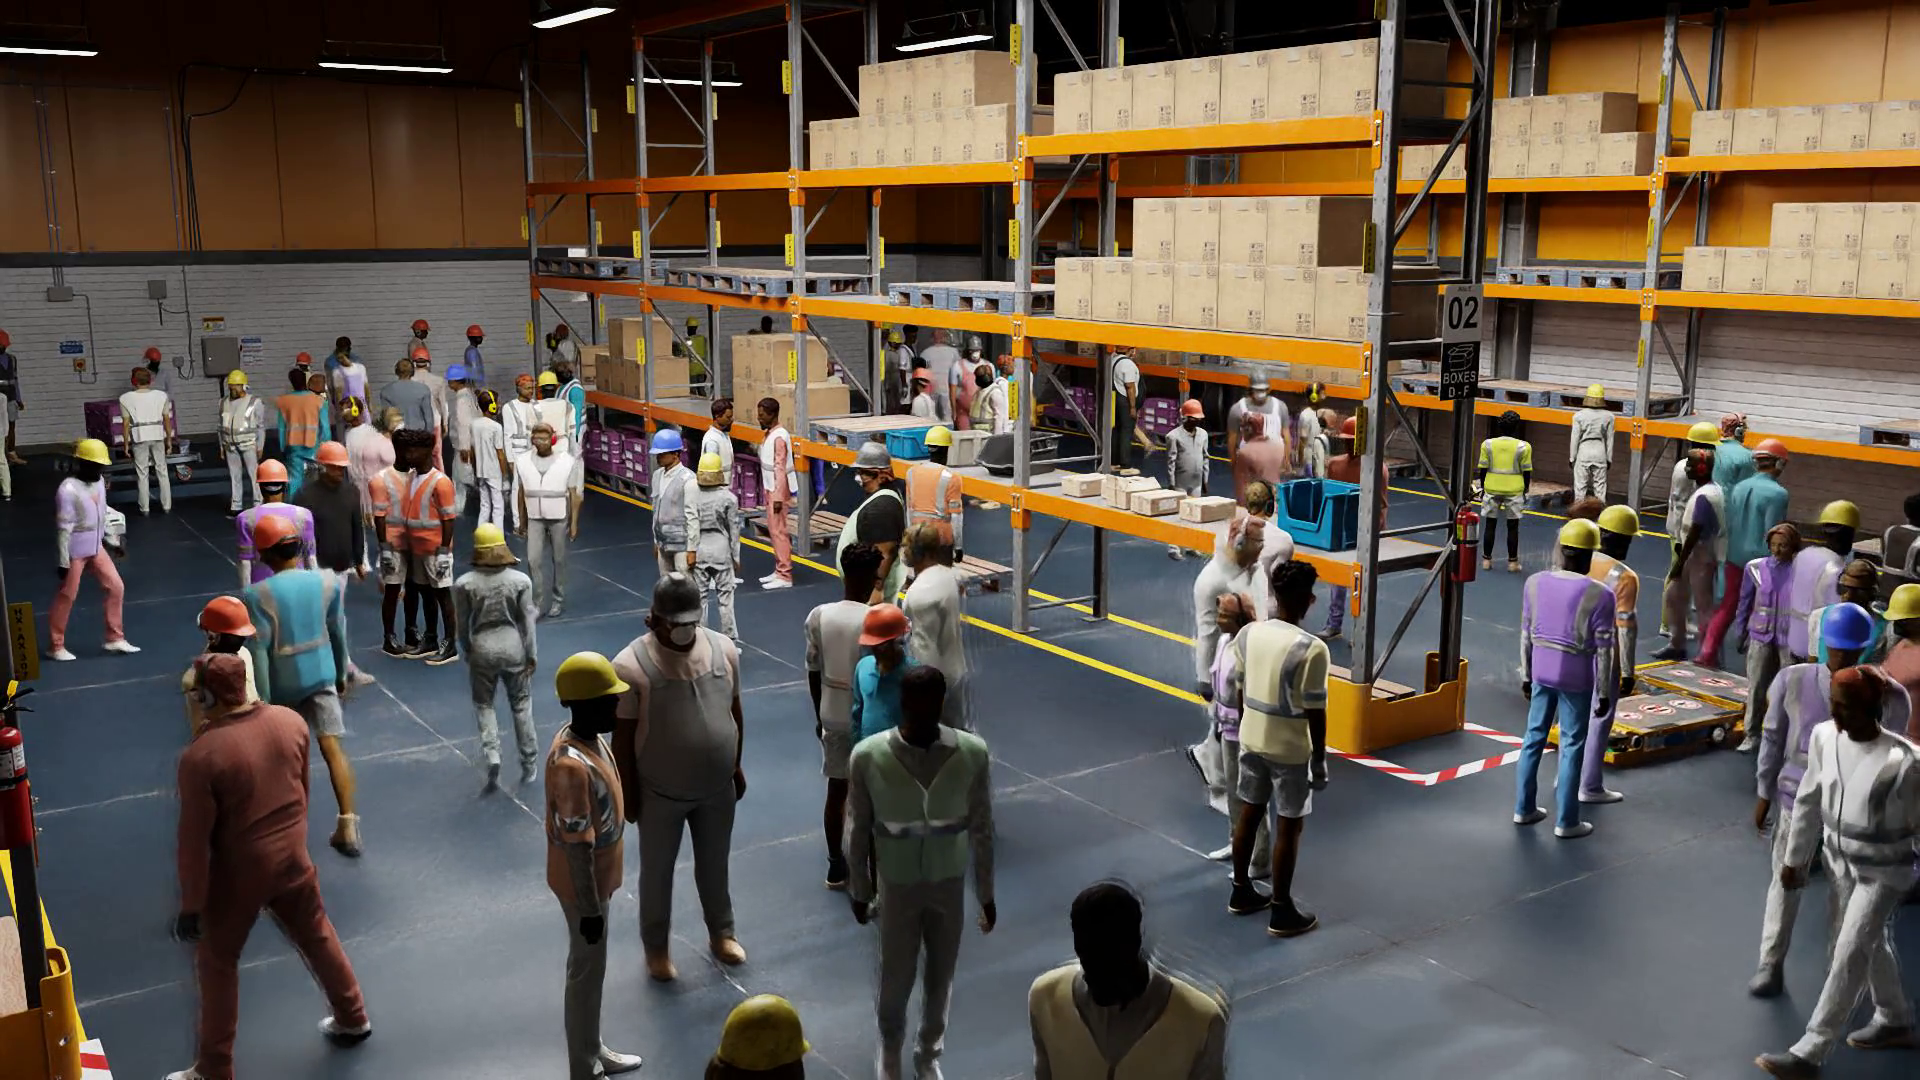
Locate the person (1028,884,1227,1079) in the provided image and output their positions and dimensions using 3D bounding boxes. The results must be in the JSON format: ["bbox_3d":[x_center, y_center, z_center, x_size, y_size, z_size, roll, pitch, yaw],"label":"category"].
[{"bbox_3d":[0.500,1.852,4.874,0.616,1.866,0.975,3,12,17],"label":"person"}]

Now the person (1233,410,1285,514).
[{"bbox_3d":[2.818,-0.276,15.668,0.641,1.885,0.552,-9,14,-37],"label":"person"}]

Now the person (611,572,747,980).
[{"bbox_3d":[-1.341,1.125,8.093,0.685,2.000,0.535,-7,13,-32],"label":"person"}]

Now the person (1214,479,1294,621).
[{"bbox_3d":[2.013,0.545,11.325,0.370,1.941,0.627,-11,15,-43],"label":"person"}]

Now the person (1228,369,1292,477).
[{"bbox_3d":[3.371,-0.968,18.804,0.685,2.000,0.942,-1,11,-4],"label":"person"}]

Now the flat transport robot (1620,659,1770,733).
[{"bbox_3d":[5.615,1.146,12.531,0.652,0.197,1.431,-6,12,-27],"label":"flat transport robot"}]

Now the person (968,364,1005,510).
[{"bbox_3d":[0.332,-1.307,21.073,0.430,1.835,0.624,-4,12,-22],"label":"person"}]

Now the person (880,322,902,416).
[{"bbox_3d":[-1.312,-3.116,30.363,0.403,1.825,0.595,-11,15,-43],"label":"person"}]

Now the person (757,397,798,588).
[{"bbox_3d":[-1.830,-0.480,16.660,0.396,1.908,0.600,-3,11,-16],"label":"person"}]

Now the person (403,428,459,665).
[{"bbox_3d":[-4.405,0.050,13.783,0.601,1.967,0.367,10,15,42],"label":"person"}]

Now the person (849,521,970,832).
[{"bbox_3d":[-0.243,0.836,9.907,0.932,1.905,0.662,3,11,15],"label":"person"}]

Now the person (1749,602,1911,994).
[{"bbox_3d":[4.061,1.231,7.795,0.615,1.943,0.410,7,13,31],"label":"person"}]

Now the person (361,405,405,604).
[{"bbox_3d":[-5.360,-0.324,15.803,0.443,1.924,0.658,3,12,17],"label":"person"}]

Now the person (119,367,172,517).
[{"bbox_3d":[-10.025,-1.209,20.528,0.569,1.849,0.385,-9,14,-39],"label":"person"}]

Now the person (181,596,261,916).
[{"bbox_3d":[-3.832,1.141,8.789,0.350,1.739,0.574,1,11,4],"label":"person"}]

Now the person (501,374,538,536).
[{"bbox_3d":[-5.040,-0.989,19.336,0.352,1.880,0.577,8,14,37],"label":"person"}]

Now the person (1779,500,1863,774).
[{"bbox_3d":[5.532,0.693,10.650,0.405,1.907,0.629,0,11,-1],"label":"person"}]

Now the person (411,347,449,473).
[{"bbox_3d":[-7.035,-1.533,21.847,0.620,1.986,0.408,-3,12,-17],"label":"person"}]

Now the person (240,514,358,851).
[{"bbox_3d":[-3.910,0.825,9.830,1.111,1.976,0.637,11,15,44],"label":"person"}]

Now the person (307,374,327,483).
[{"bbox_3d":[-8.435,-1.375,21.929,0.281,1.634,0.498,-5,12,-24],"label":"person"}]

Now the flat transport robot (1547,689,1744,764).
[{"bbox_3d":[4.868,1.300,11.743,1.431,0.197,0.652,-6,12,-27],"label":"flat transport robot"}]

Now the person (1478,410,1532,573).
[{"bbox_3d":[5.663,-0.502,17.305,0.540,1.695,0.318,6,13,29],"label":"person"}]

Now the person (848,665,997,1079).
[{"bbox_3d":[-0.156,1.430,6.900,0.586,1.895,0.467,-3,11,-13],"label":"person"}]

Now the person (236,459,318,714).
[{"bbox_3d":[-5.041,0.361,12.311,0.549,1.925,0.384,-7,13,-33],"label":"person"}]

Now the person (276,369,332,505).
[{"bbox_3d":[-7.944,-1.156,20.253,0.644,1.859,0.766,-1,11,-7],"label":"person"}]

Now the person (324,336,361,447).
[{"bbox_3d":[-9.501,-2.238,25.815,0.627,1.844,0.429,2,11,11],"label":"person"}]

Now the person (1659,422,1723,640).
[{"bbox_3d":[6.418,-0.083,14.592,0.397,1.920,0.587,10,15,40],"label":"person"}]

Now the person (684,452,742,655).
[{"bbox_3d":[-2.078,0.134,13.928,0.489,1.743,0.322,1,11,3],"label":"person"}]

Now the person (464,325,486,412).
[{"bbox_3d":[-7.847,-2.516,26.990,0.369,1.939,0.542,-4,12,-18],"label":"person"}]

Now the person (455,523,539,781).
[{"bbox_3d":[-3.016,0.742,10.866,0.502,1.723,0.403,-4,12,-18],"label":"person"}]

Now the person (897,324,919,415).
[{"bbox_3d":[-0.846,-2.564,27.202,0.374,1.958,0.599,3,11,14],"label":"person"}]

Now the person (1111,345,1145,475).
[{"bbox_3d":[2.400,-1.969,23.930,0.535,2.000,0.682,-4,12,-18],"label":"person"}]

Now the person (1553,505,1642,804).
[{"bbox_3d":[4.046,0.719,10.505,0.399,1.913,0.594,-4,12,-20],"label":"person"}]

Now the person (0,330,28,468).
[{"bbox_3d":[-14.094,-2.081,24.518,0.383,2.036,0.605,4,12,19],"label":"person"}]

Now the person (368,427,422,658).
[{"bbox_3d":[-4.666,0.020,14.005,0.413,1.949,0.603,6,13,29],"label":"person"}]

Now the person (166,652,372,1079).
[{"bbox_3d":[-3.061,1.399,7.160,0.465,1.883,0.742,6,12,27],"label":"person"}]

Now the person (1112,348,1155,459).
[{"bbox_3d":[2.588,-2.063,25.267,0.729,1.714,0.582,6,13,29],"label":"person"}]

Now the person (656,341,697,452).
[{"bbox_3d":[-4.677,-2.293,26.344,1.098,1.768,0.543,5,12,24],"label":"person"}]

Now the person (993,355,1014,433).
[{"bbox_3d":[0.563,-1.491,21.890,0.356,1.881,0.575,-1,11,-4],"label":"person"}]

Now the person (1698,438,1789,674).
[{"bbox_3d":[6.365,0.155,13.341,1.008,1.923,0.628,-3,12,-16],"label":"person"}]

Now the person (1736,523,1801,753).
[{"bbox_3d":[5.595,0.686,11.397,0.525,1.632,0.314,8,14,36],"label":"person"}]

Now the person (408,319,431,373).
[{"bbox_3d":[-8.981,-2.684,27.741,0.405,1.986,0.612,0,11,1],"label":"person"}]

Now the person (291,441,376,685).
[{"bbox_3d":[-5.095,0.167,13.245,0.909,1.958,0.615,5,12,26],"label":"person"}]
